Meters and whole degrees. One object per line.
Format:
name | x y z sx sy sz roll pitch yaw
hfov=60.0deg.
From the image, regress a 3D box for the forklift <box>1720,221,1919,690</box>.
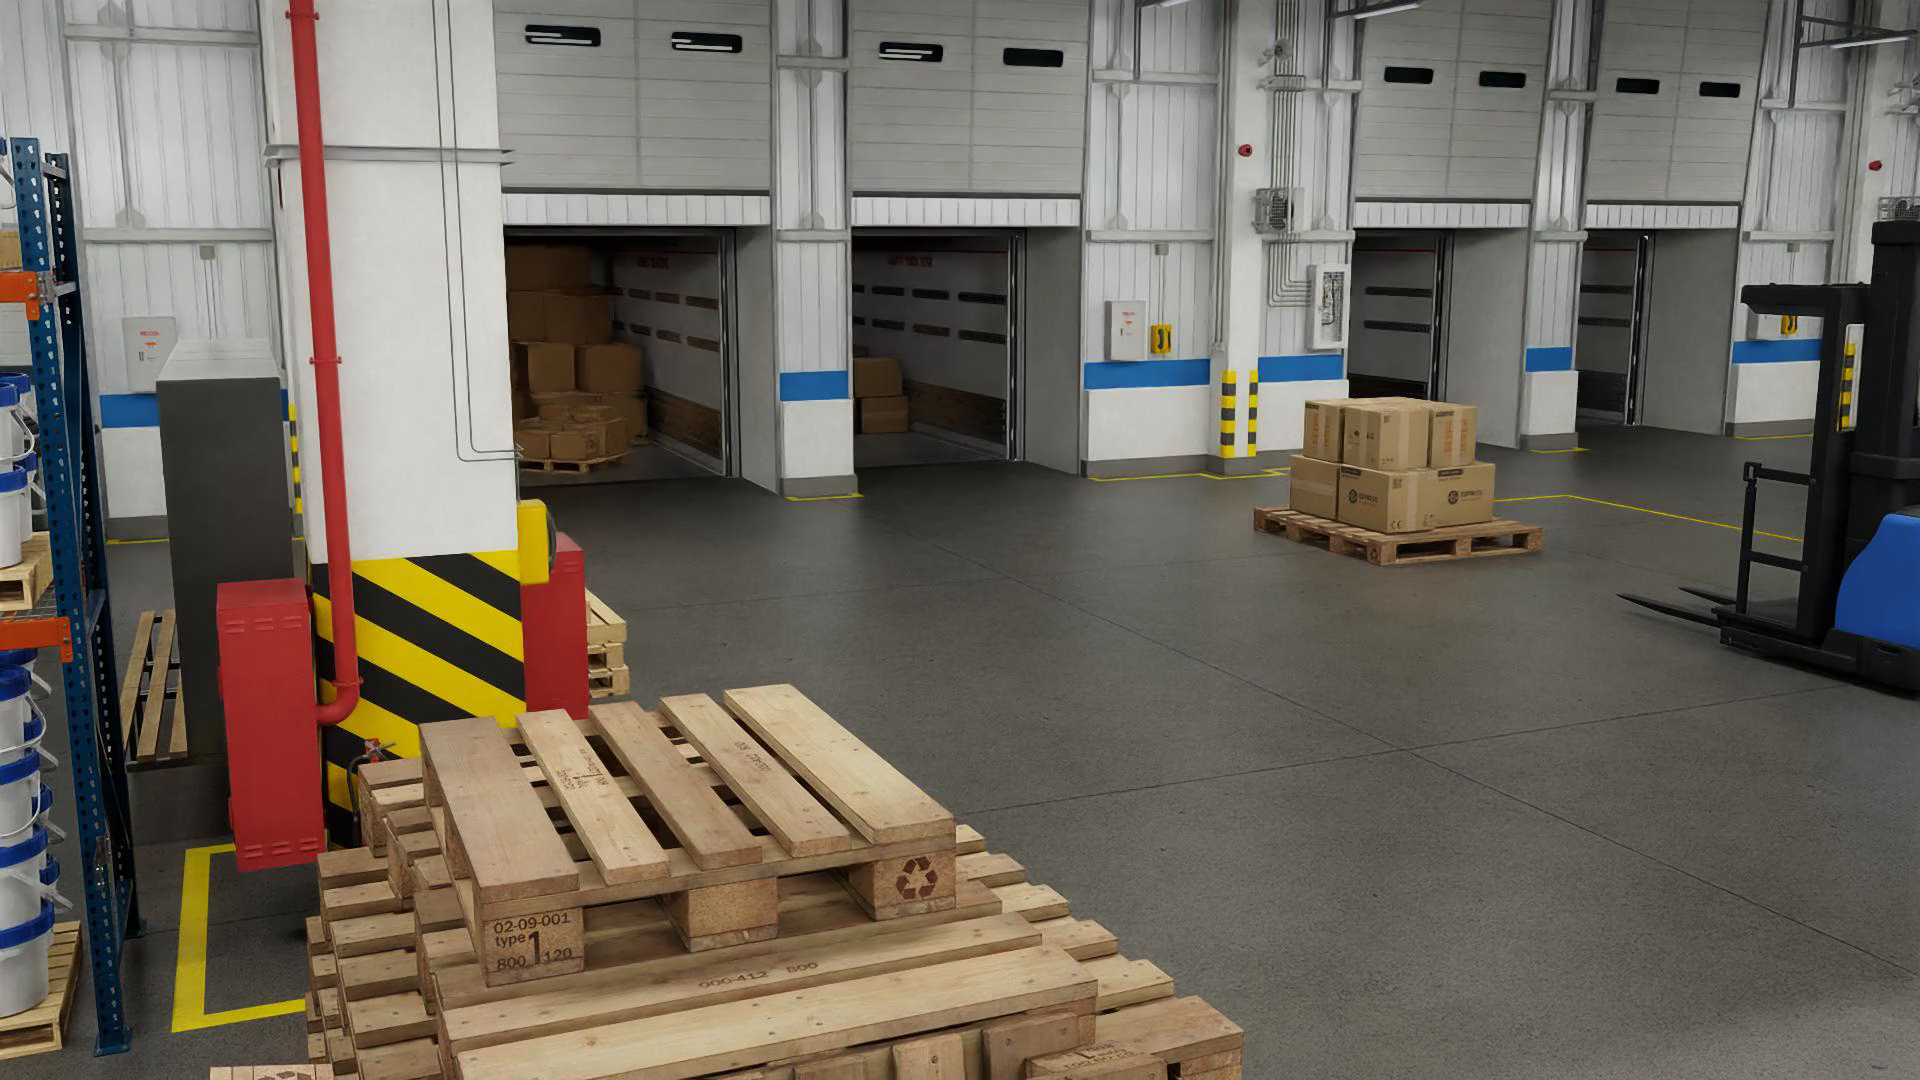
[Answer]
forklift | 5.949 -0.550 10.218 1.129 2.768 1.873 -4 11 -23
